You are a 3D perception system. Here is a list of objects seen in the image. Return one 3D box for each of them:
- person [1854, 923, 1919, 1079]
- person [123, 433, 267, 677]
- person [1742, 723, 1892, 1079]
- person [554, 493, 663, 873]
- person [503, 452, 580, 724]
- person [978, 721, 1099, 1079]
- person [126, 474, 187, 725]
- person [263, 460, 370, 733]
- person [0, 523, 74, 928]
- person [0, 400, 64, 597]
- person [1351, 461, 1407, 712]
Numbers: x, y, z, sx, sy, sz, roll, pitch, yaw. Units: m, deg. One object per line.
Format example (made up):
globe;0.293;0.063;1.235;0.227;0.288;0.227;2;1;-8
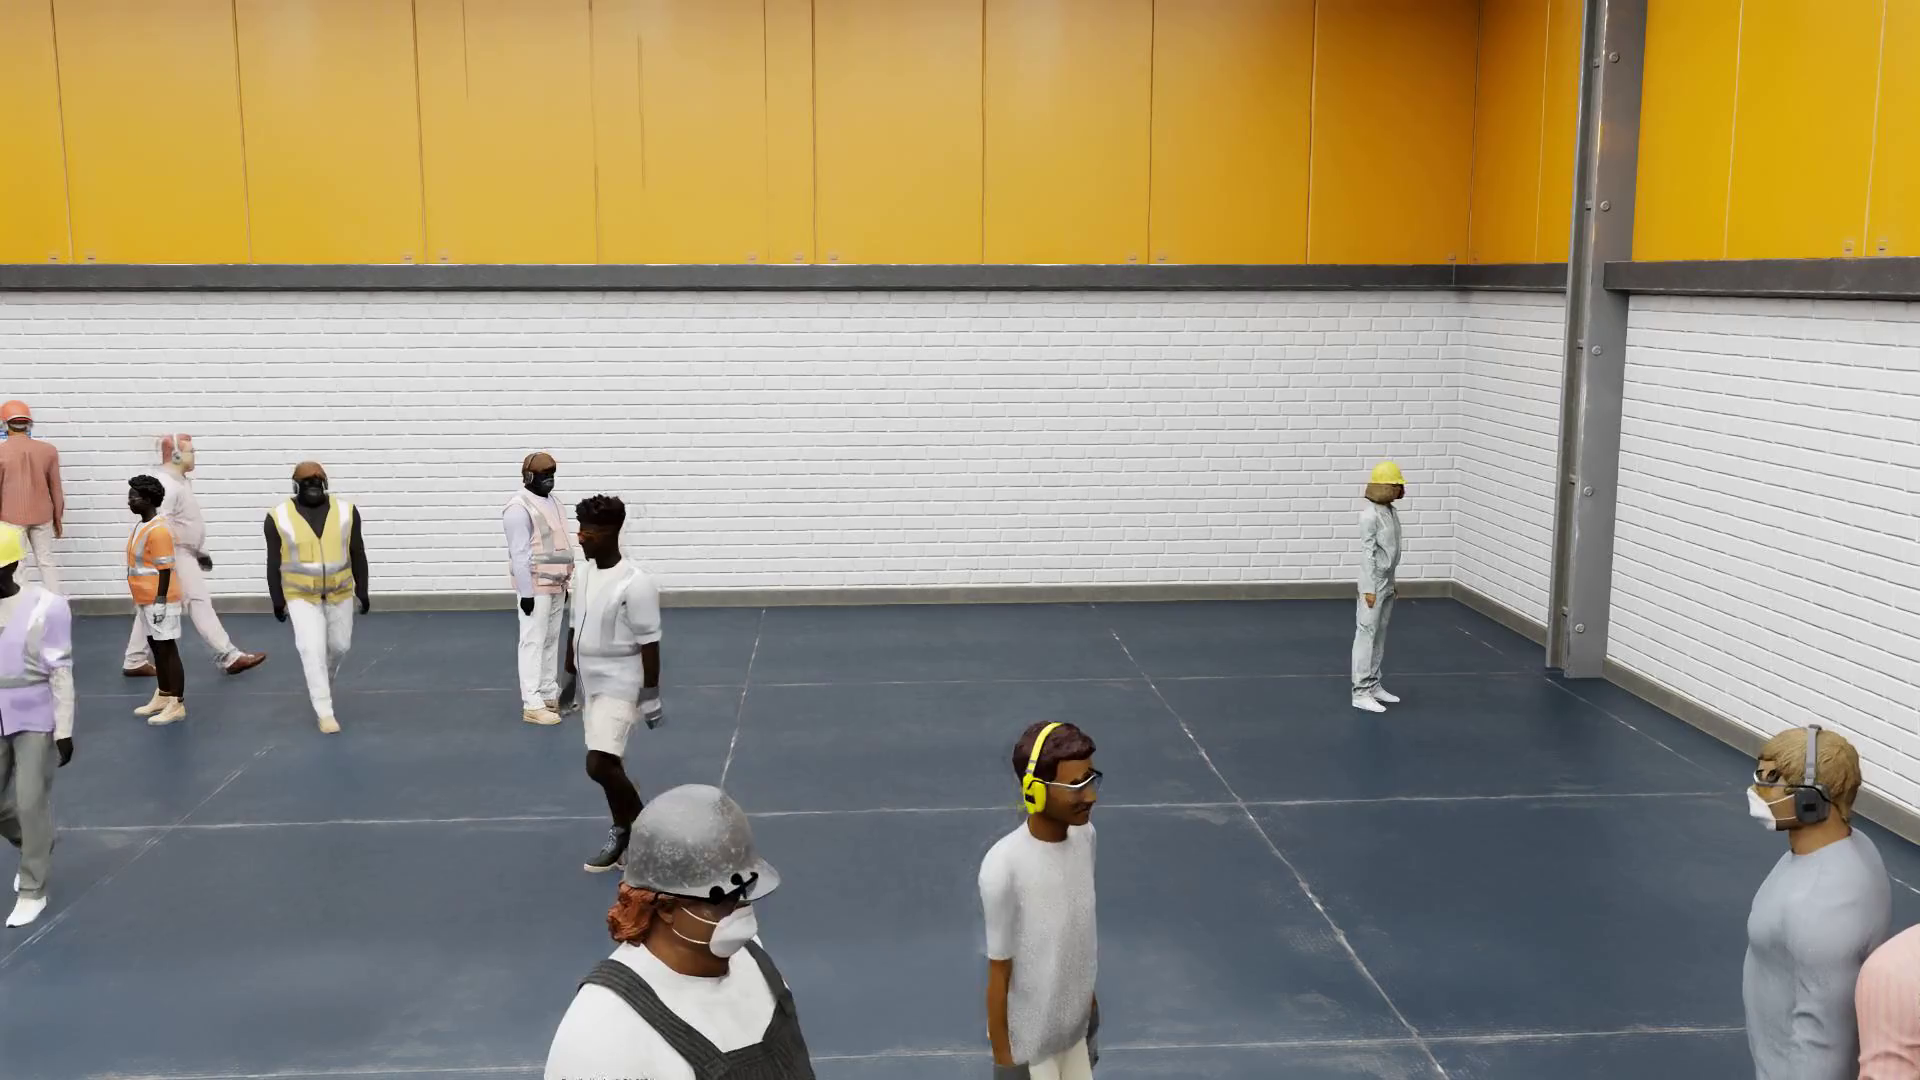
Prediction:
person;2.282;1.513;3.656;0.640;1.904;0.401;-1;9;-5
person;-5.857;0.125;12.538;1.025;1.850;0.660;-4;10;-23
person;2.122;1.409;4.193;0.356;1.936;0.635;5;10;29
person;-1.795;0.731;8.402;0.421;1.949;0.615;-7;12;-39
person;-2.841;0.318;11.349;0.429;1.842;0.625;2;9;10
person;0.197;1.384;4.621;0.639;1.852;0.523;7;11;37
person;-5.467;0.399;11.289;0.318;1.697;0.535;-8;12;-40
person;-4.360;0.344;11.261;0.634;1.816;0.808;-6;11;-34
person;-4.453;0.845;7.859;0.587;1.902;0.495;0;9;-2
person;-7.891;-0.186;14.027;0.399;1.990;0.623;7;11;36
person;2.954;0.316;11.659;0.302;1.744;0.485;6;11;34
